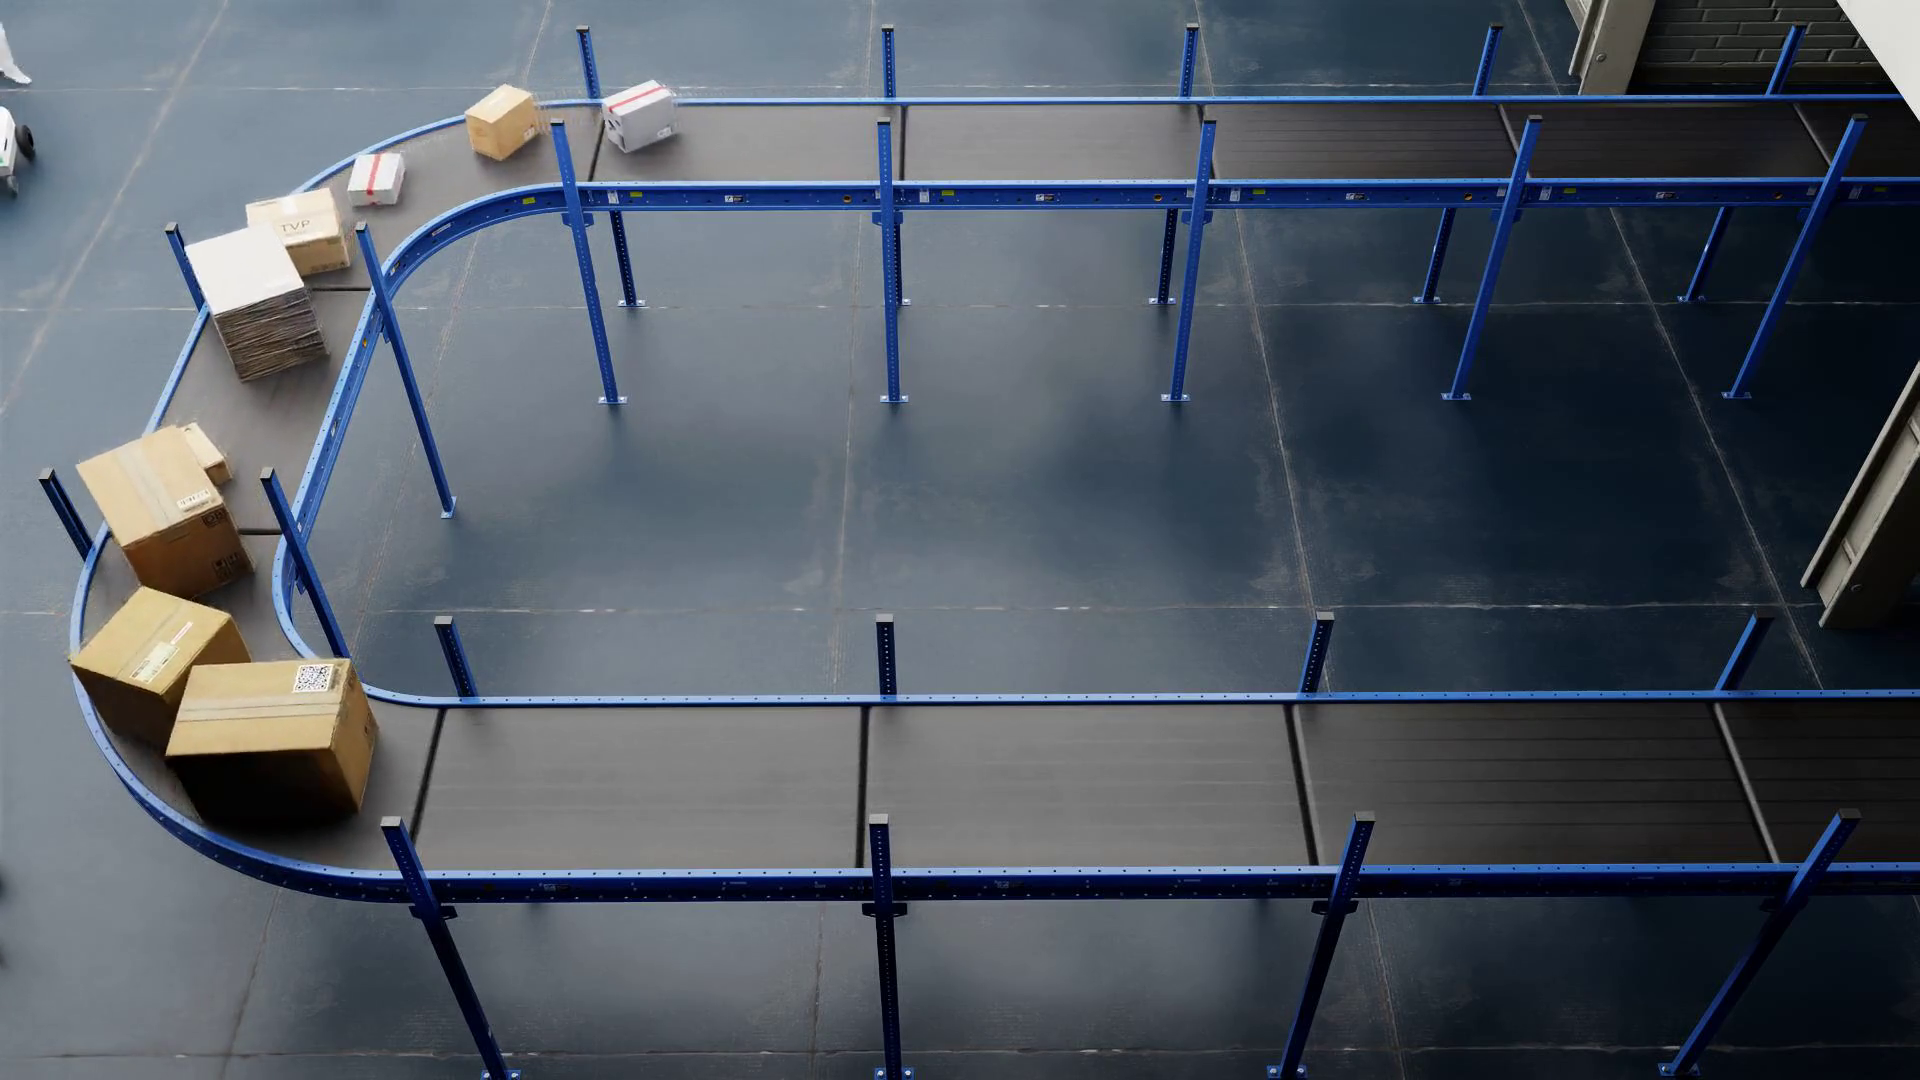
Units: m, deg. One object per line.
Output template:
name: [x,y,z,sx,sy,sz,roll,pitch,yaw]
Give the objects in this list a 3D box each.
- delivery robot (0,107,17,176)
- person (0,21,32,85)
delivery robot: [-7.837,-3.199,13.836,0.477,0.478,0.707,-11,48,-11]
person: [-8.241,-4.649,14.505,0.632,1.607,0.541,10,48,9]
